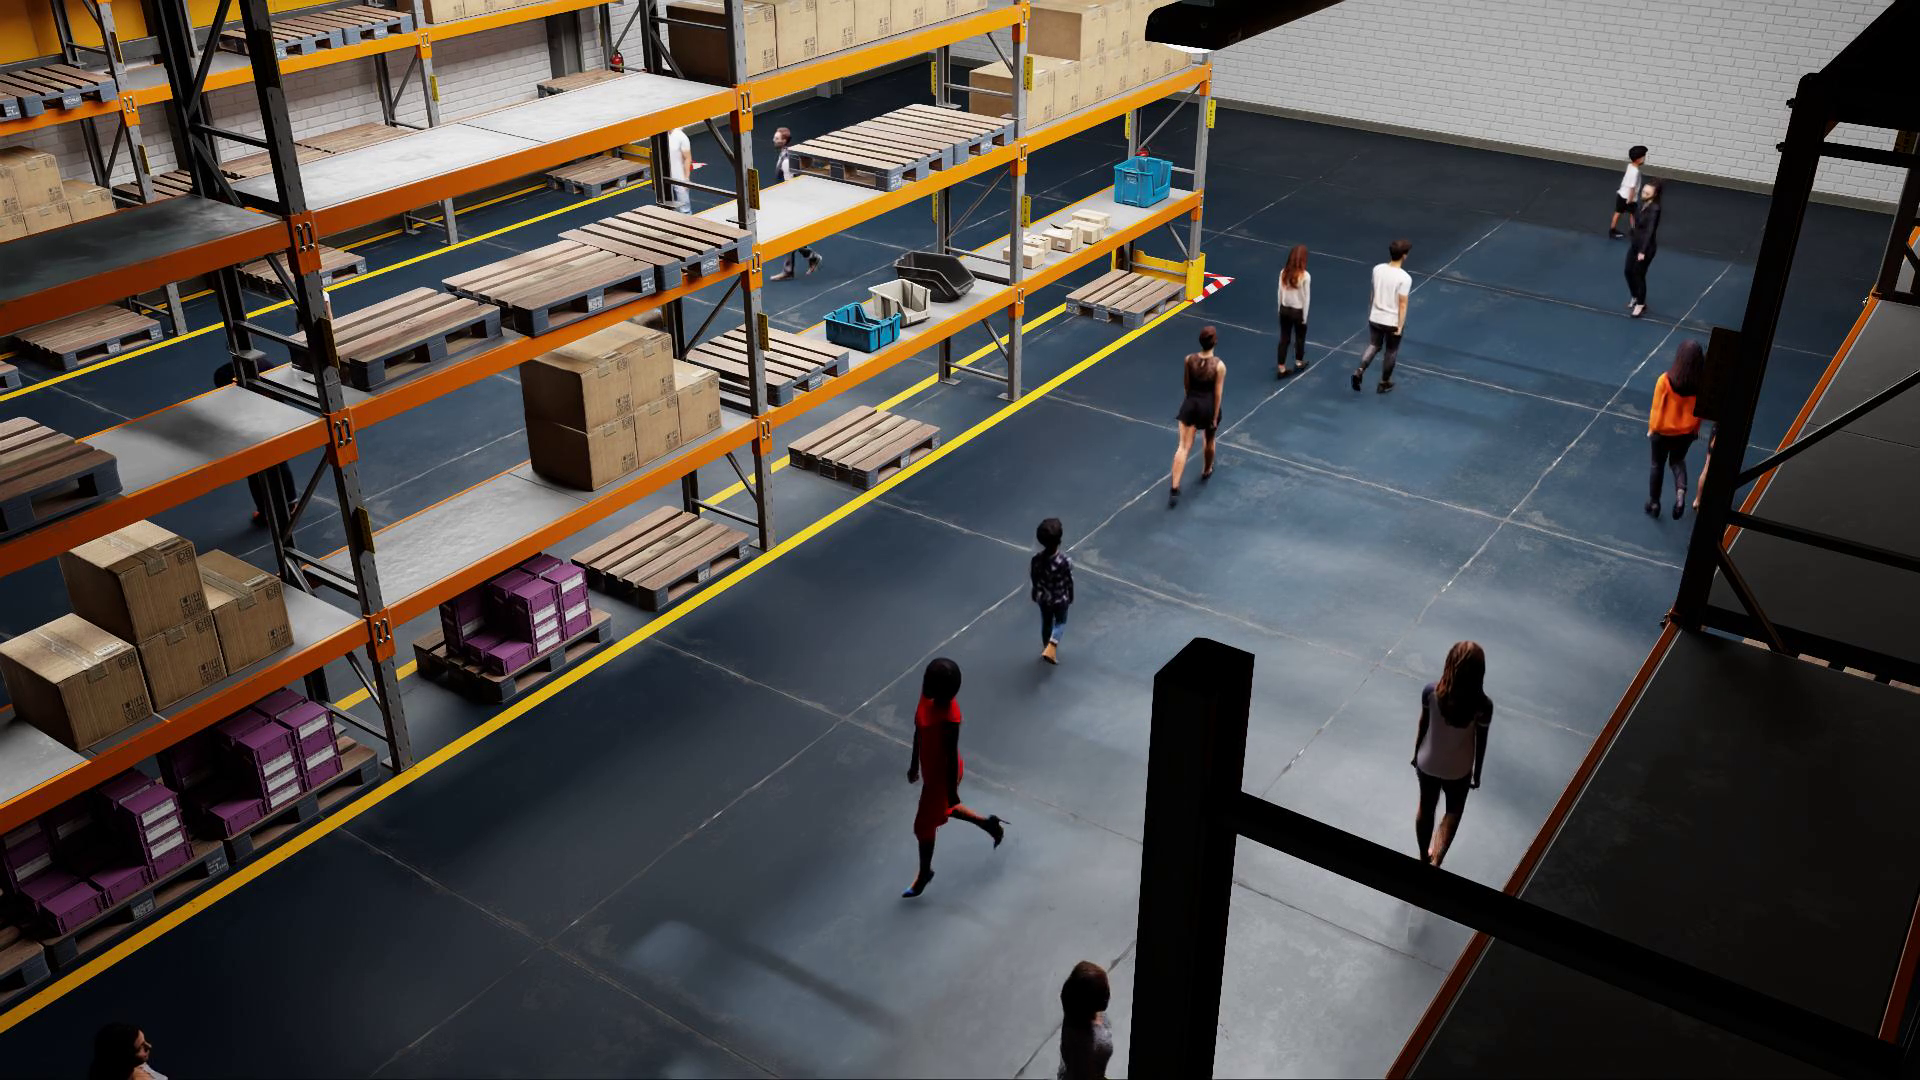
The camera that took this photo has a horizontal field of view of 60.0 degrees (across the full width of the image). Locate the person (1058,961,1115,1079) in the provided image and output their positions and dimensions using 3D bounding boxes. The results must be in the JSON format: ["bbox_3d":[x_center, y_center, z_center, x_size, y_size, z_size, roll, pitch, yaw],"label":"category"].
[{"bbox_3d":[0.562,2.741,8.122,0.919,1.768,0.880,-5,29,-9],"label":"person"}]

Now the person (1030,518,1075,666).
[{"bbox_3d":[0.706,0.428,12.911,0.575,1.242,0.704,11,30,19],"label":"person"}]

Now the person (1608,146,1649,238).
[{"bbox_3d":[8.866,-4.637,22.198,0.775,1.240,0.733,-3,29,-6],"label":"person"}]

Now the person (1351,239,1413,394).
[{"bbox_3d":[4.427,-2.317,17.462,0.935,1.703,0.722,-25,37,-37],"label":"person"}]

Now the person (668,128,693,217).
[{"bbox_3d":[-3.716,-4.725,21.709,0.672,1.864,0.537,20,34,32],"label":"person"}]

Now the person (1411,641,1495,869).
[{"bbox_3d":[3.043,1.466,10.514,0.655,1.715,0.844,15,32,25],"label":"person"}]

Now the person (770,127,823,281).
[{"bbox_3d":[-2.046,-4.155,20.604,1.016,1.921,0.951,-6,29,-10],"label":"person"}]

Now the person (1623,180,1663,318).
[{"bbox_3d":[8.020,-3.394,19.465,0.807,1.677,0.730,5,29,9],"label":"person"}]

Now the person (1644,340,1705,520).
[{"bbox_3d":[6.423,-0.932,14.892,0.866,1.732,0.969,1,29,2],"label":"person"}]

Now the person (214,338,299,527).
[{"bbox_3d":[-6.317,-1.004,14.936,0.668,1.817,0.828,-18,34,-30],"label":"person"}]

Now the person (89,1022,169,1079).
[{"bbox_3d":[-3.837,2.978,7.738,1.192,1.719,1.006,-11,31,-19],"label":"person"}]

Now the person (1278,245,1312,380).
[{"bbox_3d":[3.554,-2.430,17.910,0.558,1.473,0.714,19,34,31],"label":"person"}]

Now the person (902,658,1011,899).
[{"bbox_3d":[-0.060,1.473,10.502,1.097,1.715,0.913,-12,31,-21],"label":"person"}]

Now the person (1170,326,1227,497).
[{"bbox_3d":[2.185,-1.165,15.418,0.713,1.638,1.154,12,31,21],"label":"person"}]
